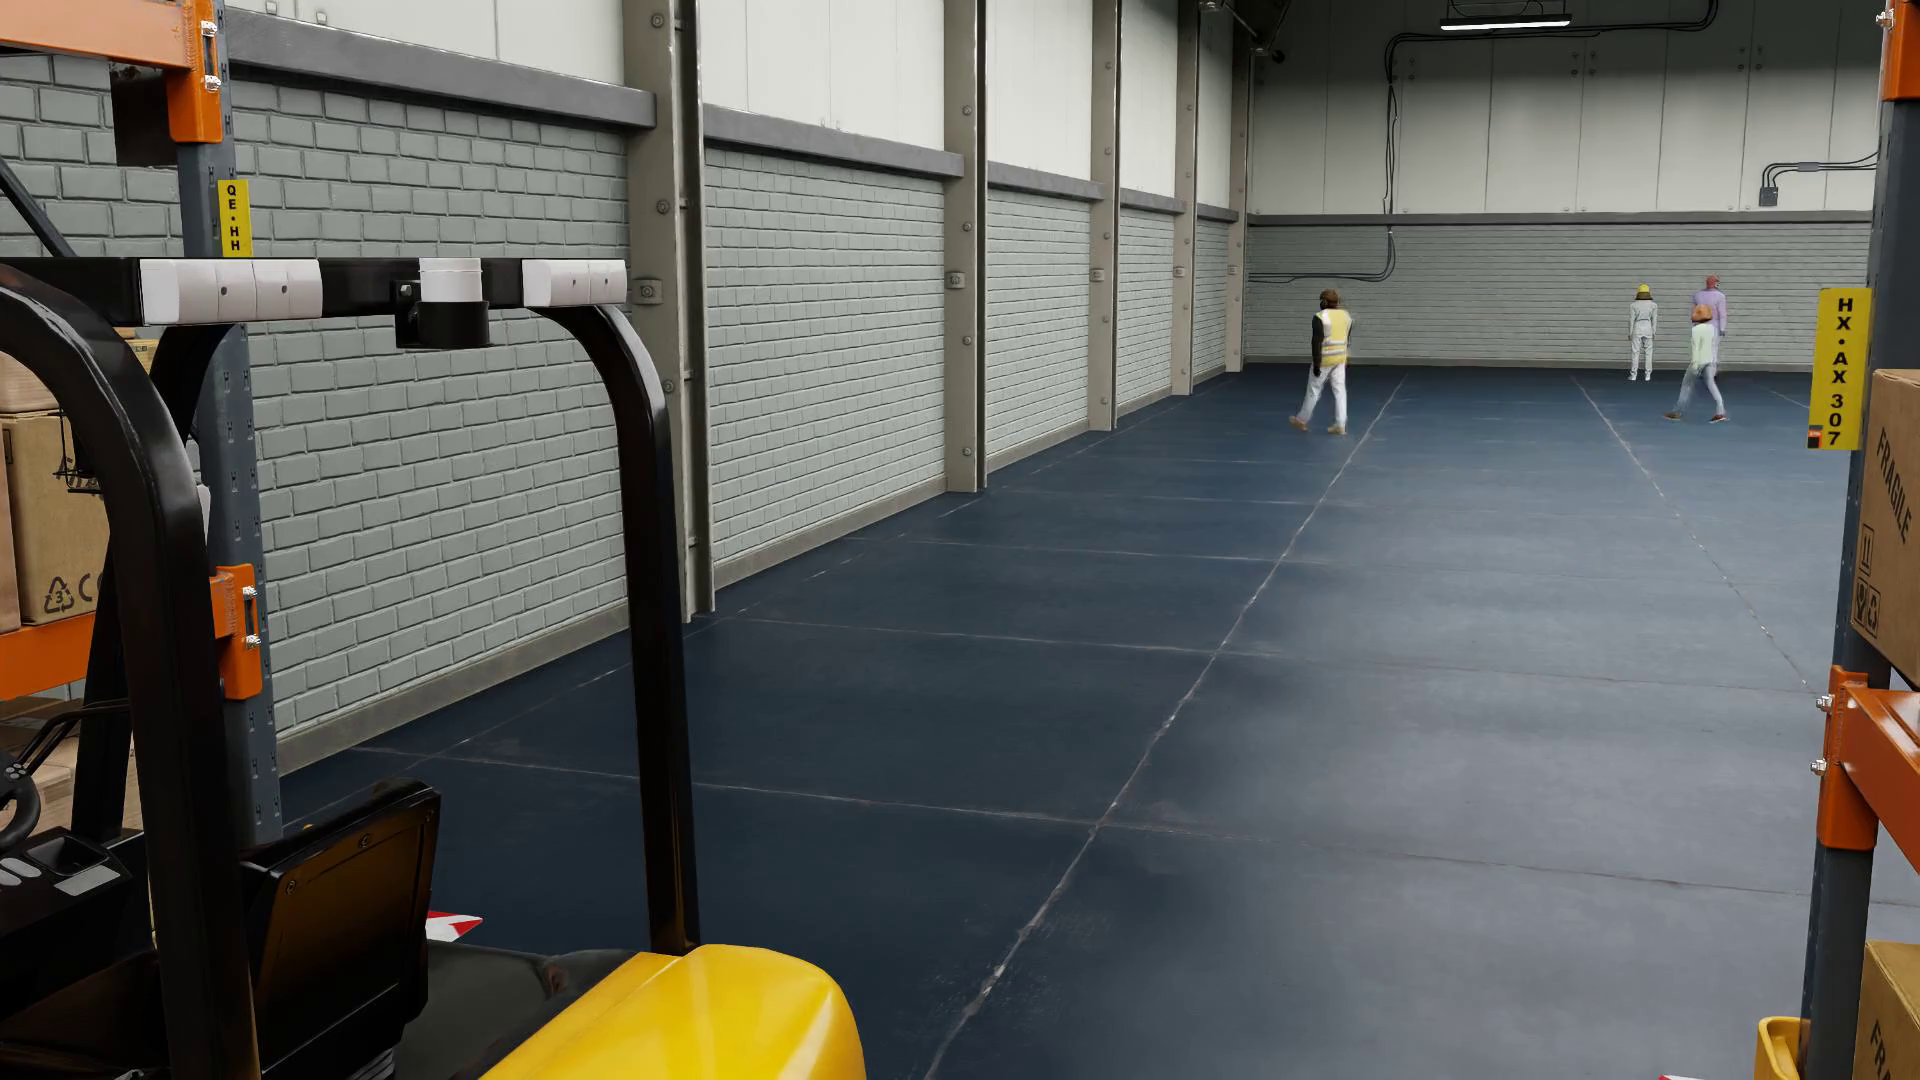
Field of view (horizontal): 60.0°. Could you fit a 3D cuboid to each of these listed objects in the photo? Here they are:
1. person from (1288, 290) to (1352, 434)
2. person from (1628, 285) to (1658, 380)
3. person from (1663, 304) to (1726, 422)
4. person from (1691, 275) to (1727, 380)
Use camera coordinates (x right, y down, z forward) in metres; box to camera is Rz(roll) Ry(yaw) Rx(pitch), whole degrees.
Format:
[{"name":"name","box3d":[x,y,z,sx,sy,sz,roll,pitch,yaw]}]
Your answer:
[{"name":"person","box3d":[4.589,-2.253,21.048,0.654,1.801,0.934,-5,11,-28]},{"name":"person","box3d":[12.452,-3.784,30.368,0.486,1.742,0.302,2,10,10]},{"name":"person","box3d":[10.017,-2.387,22.495,0.513,1.587,0.881,-6,11,-33]},{"name":"person","box3d":[13.739,-3.885,30.478,0.407,1.904,0.654,-6,11,-33]}]
